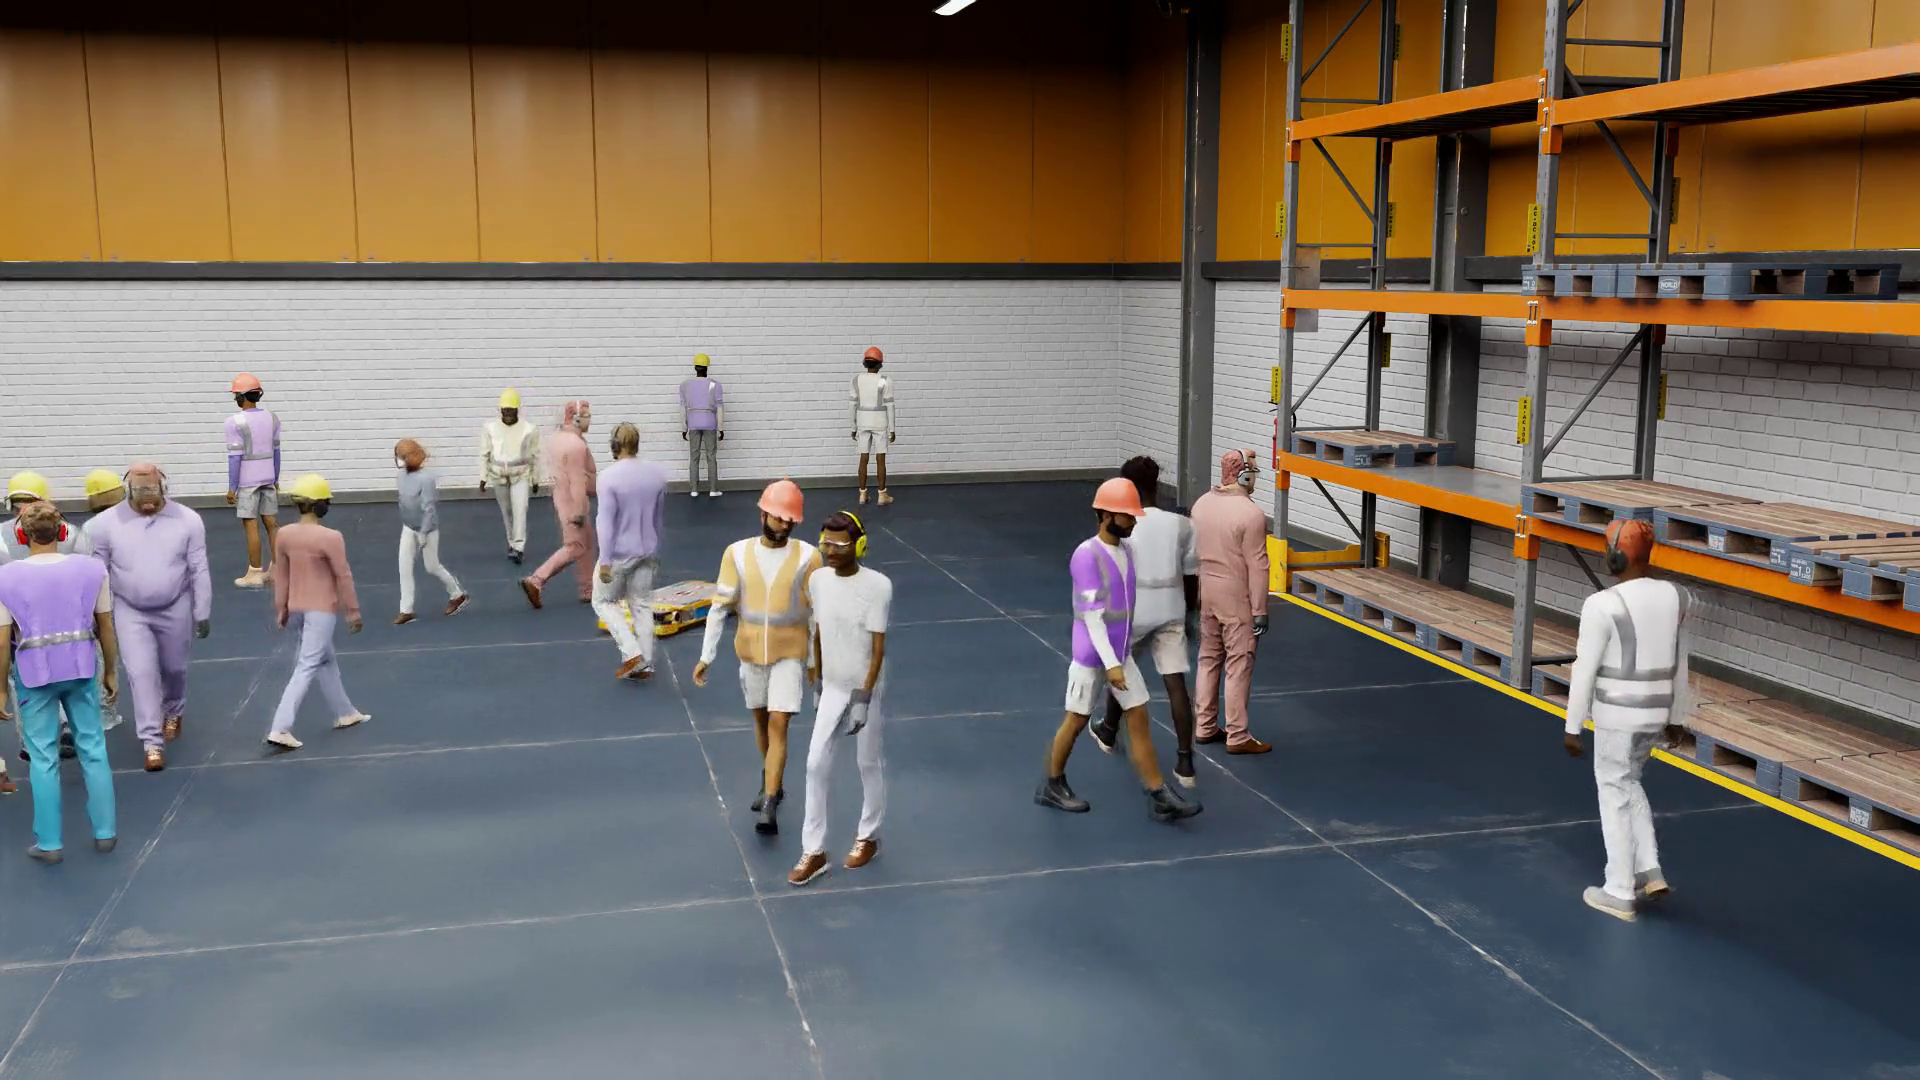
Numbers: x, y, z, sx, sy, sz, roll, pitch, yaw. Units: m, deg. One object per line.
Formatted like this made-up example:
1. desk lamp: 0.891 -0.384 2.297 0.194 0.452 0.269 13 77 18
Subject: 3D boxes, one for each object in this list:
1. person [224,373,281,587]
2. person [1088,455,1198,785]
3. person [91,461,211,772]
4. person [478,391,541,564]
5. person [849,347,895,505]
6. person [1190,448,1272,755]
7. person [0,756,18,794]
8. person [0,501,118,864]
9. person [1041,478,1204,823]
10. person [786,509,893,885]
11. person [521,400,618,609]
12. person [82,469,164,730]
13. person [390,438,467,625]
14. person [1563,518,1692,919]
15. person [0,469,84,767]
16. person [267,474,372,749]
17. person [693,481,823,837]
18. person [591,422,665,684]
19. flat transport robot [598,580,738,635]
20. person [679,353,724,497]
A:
1. person: -6.746 -0.568 15.862 0.375 2.044 0.607 4 10 23
2. person: 1.105 0.443 9.997 0.664 1.887 1.082 -2 9 -13
3. person: -4.985 0.417 10.281 0.659 1.862 0.962 -5 10 -28
4. person: -4.672 -0.654 17.241 0.595 1.776 0.958 -1 9 -3
5. person: -1.115 -1.471 21.501 0.616 2.039 0.386 3 10 18
6. person: 1.716 0.376 10.394 0.402 1.906 0.649 -5 11 -30
7. person: -5.599 0.712 9.254 0.362 1.602 0.620 -1 9 -9
8. person: -4.575 0.722 8.434 0.572 1.840 0.373 -8 12 -42
9. person: 0.837 0.610 9.010 0.966 1.886 0.558 7 12 38
10. person: -0.590 0.771 8.140 0.503 1.835 0.783 4 10 24
11. person: -3.506 -0.314 14.823 0.823 1.875 0.645 -4 10 -26
12. person: -5.526 0.383 10.962 0.383 1.717 0.519 6 11 32
13. person: -4.592 -0.097 14.292 0.499 1.601 0.701 5 10 28
14. person: 3.081 0.823 7.720 0.607 1.864 0.416 -3 10 -20
15. person: -5.578 0.486 10.019 0.608 1.812 0.486 -7 12 -39
16. person: -4.120 0.444 10.584 0.532 1.729 0.926 4 10 26
17. person: -1.072 0.621 8.927 0.653 1.875 0.981 1 9 5
18. person: -2.412 0.102 12.051 0.448 1.919 0.649 6 11 34
19. flat transport robot: -2.409 0.565 14.302 0.652 0.197 1.431 4 10 25
20. person: -3.433 -1.524 22.187 0.590 1.927 0.367 0 9 2
